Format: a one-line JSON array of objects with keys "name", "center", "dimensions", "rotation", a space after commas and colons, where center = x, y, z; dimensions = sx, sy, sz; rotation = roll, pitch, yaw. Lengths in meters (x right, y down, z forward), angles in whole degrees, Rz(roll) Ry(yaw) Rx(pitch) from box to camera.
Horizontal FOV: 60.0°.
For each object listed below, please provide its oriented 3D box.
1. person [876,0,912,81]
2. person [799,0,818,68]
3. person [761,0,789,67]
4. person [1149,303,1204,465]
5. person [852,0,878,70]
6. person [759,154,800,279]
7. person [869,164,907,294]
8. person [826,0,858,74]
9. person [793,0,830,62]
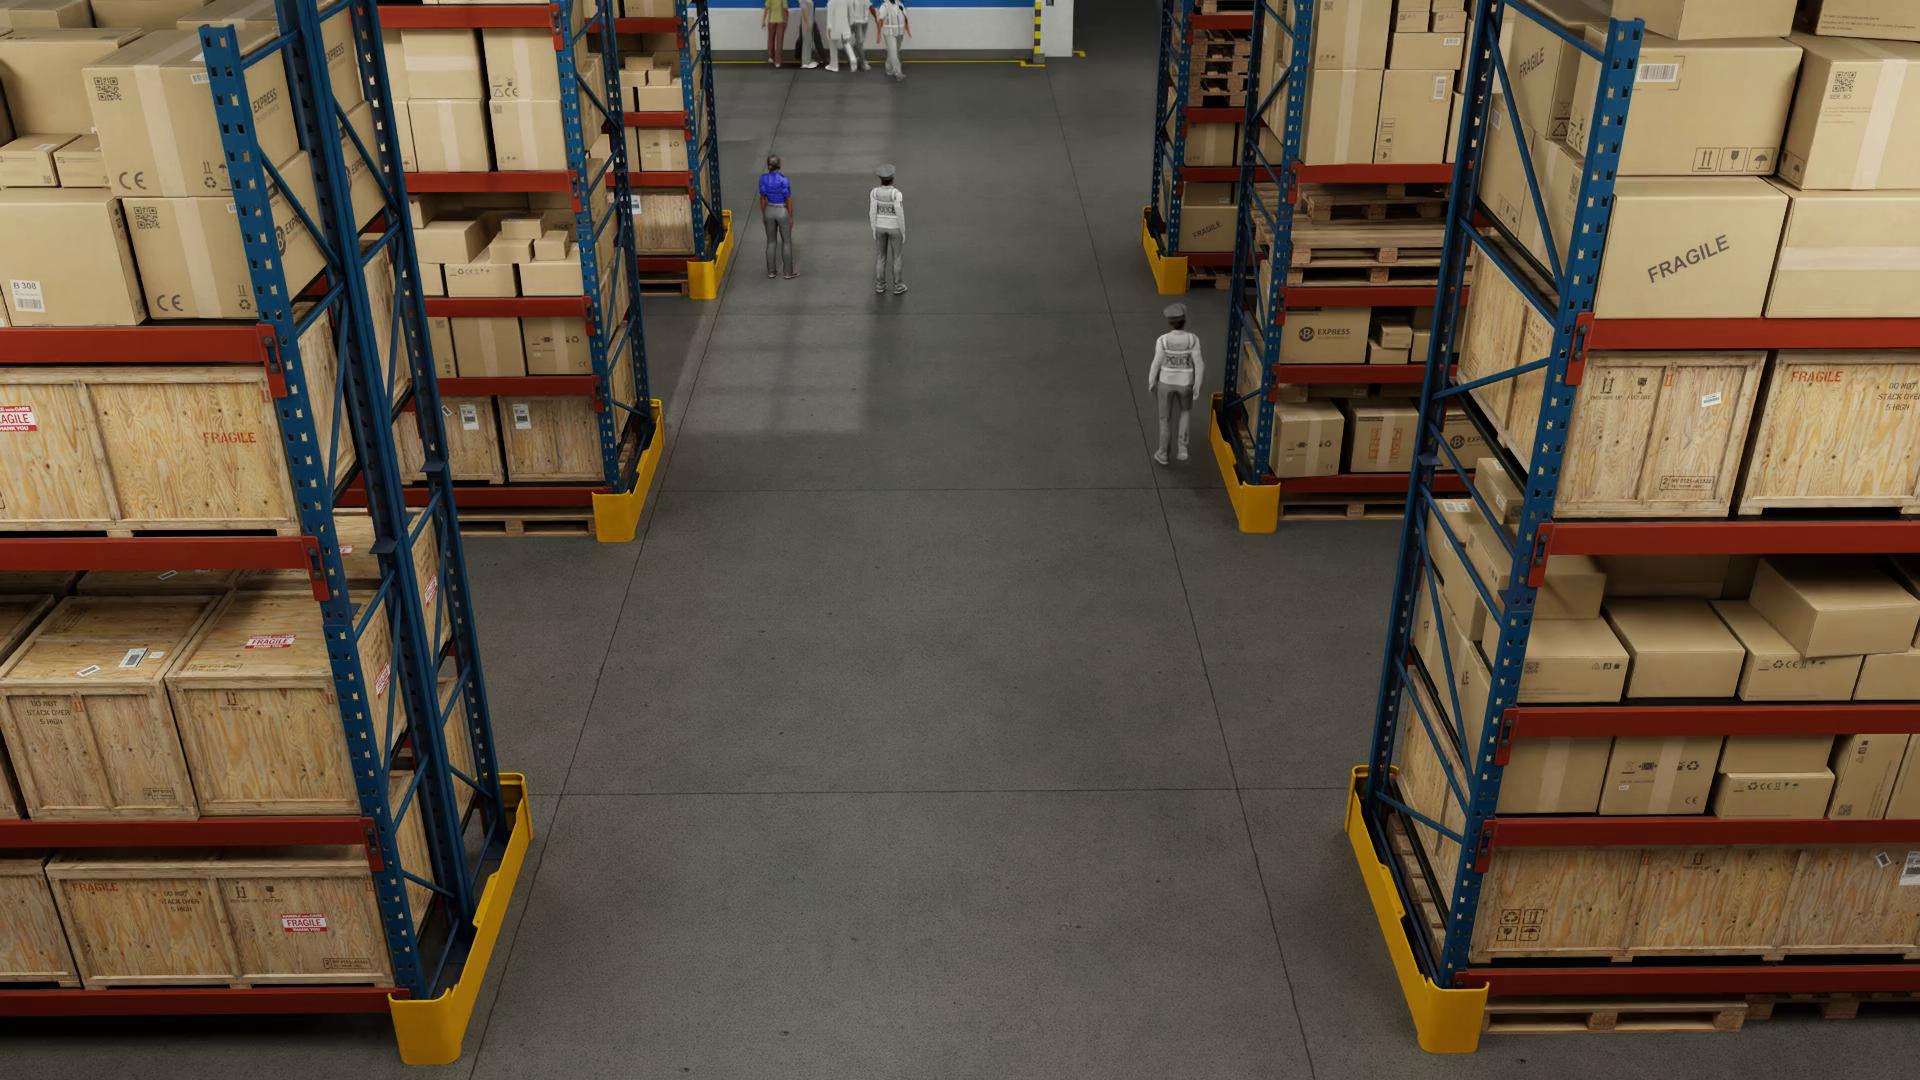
[{"name": "person", "center": [-1.236, -9.785, 32.103], "dimensions": [0.575, 1.731, 1.027], "rotation": [-20, 34, -33]}, {"name": "person", "center": [-3.049, -10.254, 33.034], "dimensions": [0.381, 1.670, 0.443], "rotation": [-2, 28, -3]}, {"name": "person", "center": [-3.666, -10.377, 33.302], "dimensions": [0.533, 1.642, 0.855], "rotation": [2, 28, 4]}, {"name": "person", "center": [2.189, -1.559, 16.861], "dimensions": [0.528, 1.661, 0.453], "rotation": [0, 28, -1]}, {"name": "person", "center": [-1.935, -10.271, 32.980], "dimensions": [0.751, 1.757, 0.604], "rotation": [23, 36, 36]}, {"name": "person", "center": [-2.404, -4.287, 21.996], "dimensions": [0.442, 1.662, 0.329], "rotation": [7, 29, 13]}, {"name": "person", "center": [-0.914, -4.008, 21.443], "dimensions": [0.465, 1.690, 0.376], "rotation": [8, 29, 14]}, {"name": "person", "center": [-2.359, -10.077, 32.630], "dimensions": [0.617, 1.768, 0.886], "rotation": [-16, 32, -27]}, {"name": "person", "center": [-2.975, -10.474, 33.501], "dimensions": [0.804, 1.637, 0.598], "rotation": [-7, 29, -13]}]
